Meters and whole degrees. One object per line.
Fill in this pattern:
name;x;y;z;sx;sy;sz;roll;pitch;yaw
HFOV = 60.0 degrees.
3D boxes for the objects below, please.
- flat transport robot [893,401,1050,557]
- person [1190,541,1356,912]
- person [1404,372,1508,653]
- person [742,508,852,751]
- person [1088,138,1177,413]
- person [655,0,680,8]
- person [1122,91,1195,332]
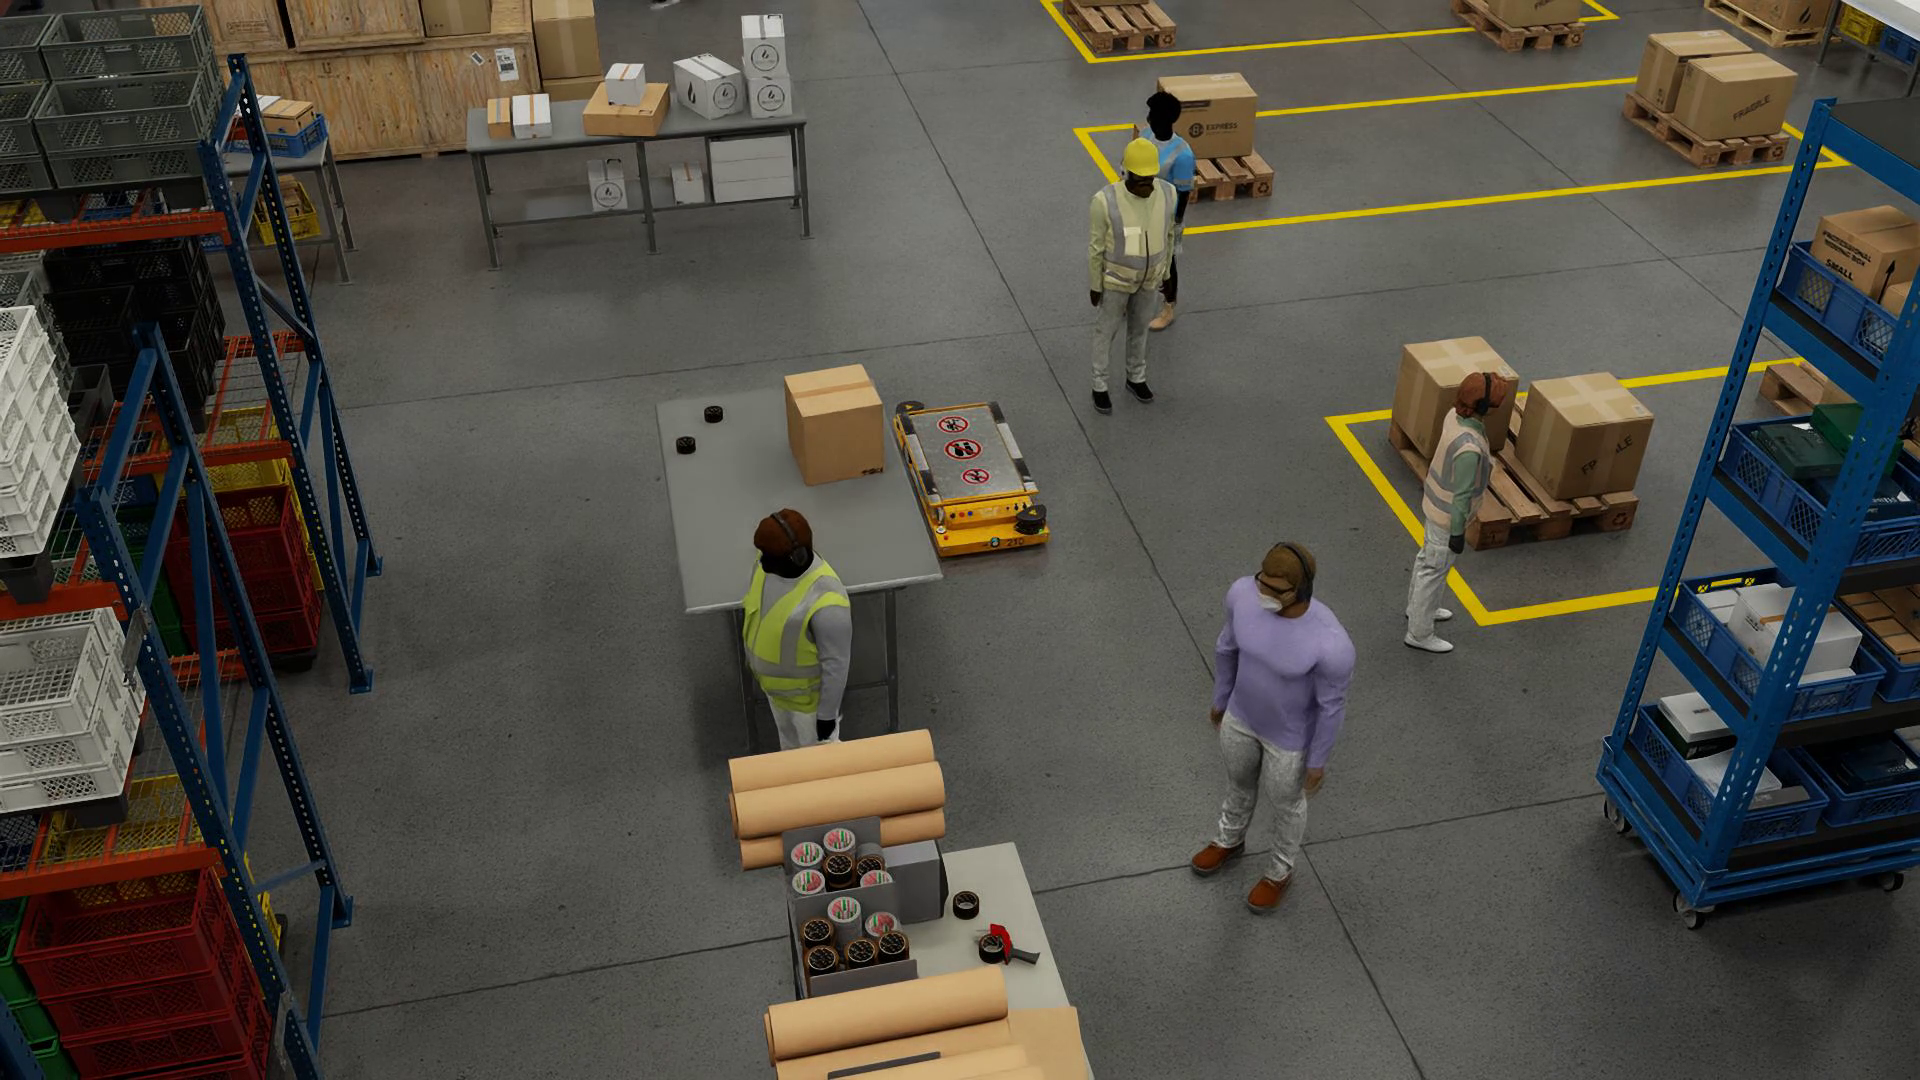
flat transport robot;0.046;-0.430;10.108;0.652;0.197;1.431;-8;37;-10
person;1.325;0.784;7.091;0.354;1.937;0.634;-28;45;-32
person;2.537;-0.150;8.601;0.313;1.634;0.514;6;37;8
person;-0.726;0.623;7.392;0.429;1.839;0.623;-23;42;-28
person;1.086;-1.668;10.472;0.591;1.834;0.404;-13;39;-17
person;-2.753;-6.373;16.781;1.022;1.856;0.596;-29;46;-33
person;1.353;-2.244;11.363;0.354;1.695;0.566;-24;43;-29
